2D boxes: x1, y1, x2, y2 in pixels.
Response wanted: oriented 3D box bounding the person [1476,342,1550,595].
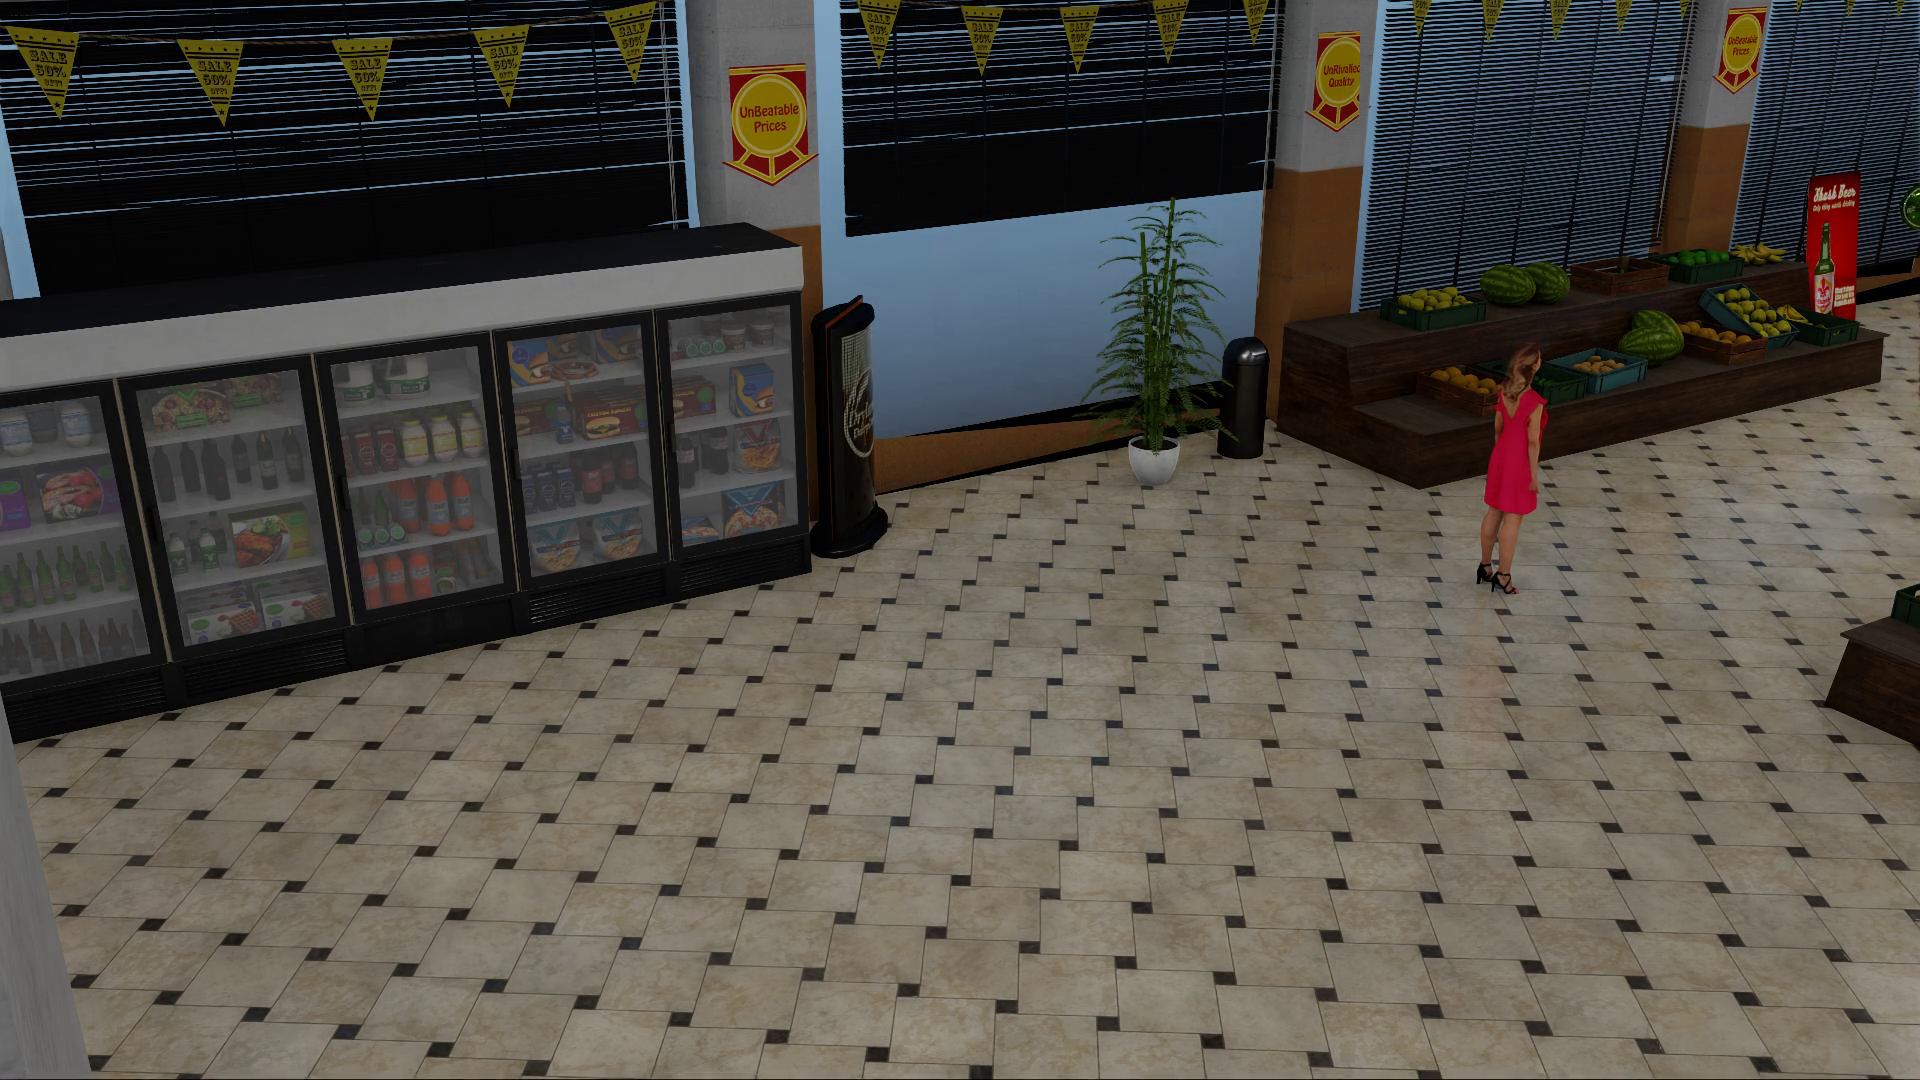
[{"bbox_3d":[3.674,-0.486,11.077,0.595,1.728,0.610,-7,23,-17],"label":"person"}]
